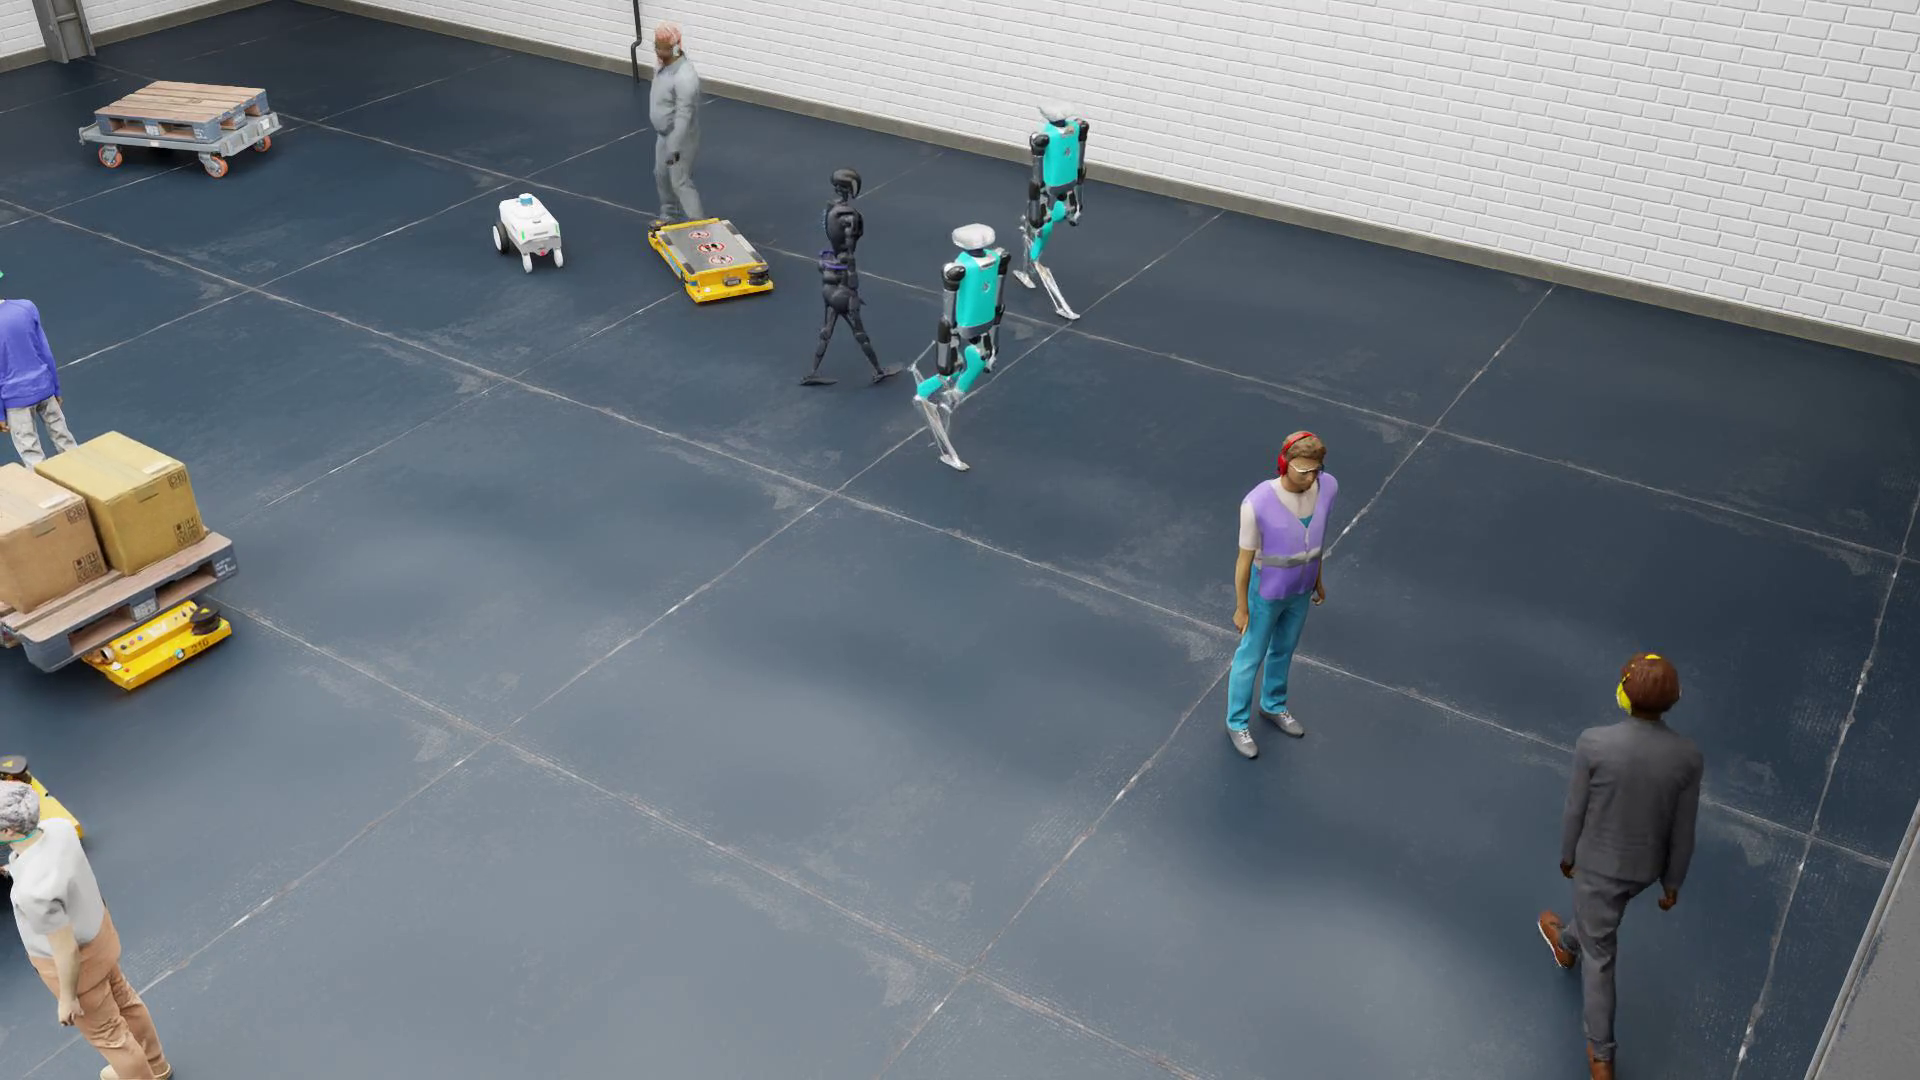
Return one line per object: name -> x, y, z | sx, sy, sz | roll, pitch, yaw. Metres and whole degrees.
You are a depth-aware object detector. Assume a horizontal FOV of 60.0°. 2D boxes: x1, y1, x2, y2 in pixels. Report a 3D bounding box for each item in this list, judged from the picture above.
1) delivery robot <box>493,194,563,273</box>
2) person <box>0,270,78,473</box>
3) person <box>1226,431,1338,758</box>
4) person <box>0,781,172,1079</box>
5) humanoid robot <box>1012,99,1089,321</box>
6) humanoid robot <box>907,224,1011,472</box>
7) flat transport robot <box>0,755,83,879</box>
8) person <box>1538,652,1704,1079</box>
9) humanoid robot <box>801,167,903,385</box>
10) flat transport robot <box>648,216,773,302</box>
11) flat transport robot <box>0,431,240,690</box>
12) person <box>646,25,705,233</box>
delivery robot -> -3.641, -2.642, 14.091 | 0.499, 0.581, 0.774 | -16, 36, -23
person -> -5.717, -0.879, 10.156 | 0.381, 1.865, 0.457 | 17, 37, 25
person -> 1.606, 0.247, 8.416 | 0.569, 1.840, 0.373 | -19, 37, -26
person -> -3.398, 1.600, 6.399 | 0.301, 1.744, 0.491 | -9, 34, -14
humanoid robot -> 0.615, -2.633, 13.057 | 0.556, 1.773, 1.062 | -23, 39, -31
humanoid robot -> -0.082, -1.217, 10.899 | 0.551, 1.896, 0.742 | -27, 42, -36
flat transport robot -> -5.009, 1.553, 7.840 | 0.659, 0.231, 1.431 | 26, 41, 34
person -> 2.707, 1.317, 6.800 | 0.489, 1.804, 1.004 | 1, 33, 1
humanoid robot -> -0.813, -1.874, 11.900 | 0.744, 1.630, 0.603 | -8, 33, -11
flat transport robot -> -2.112, -2.384, 13.966 | 0.659, 0.231, 1.431 | -14, 35, -20
flat transport robot -> -4.954, 0.402, 9.631 | 1.431, 0.231, 0.659 | 20, 38, 28
person -> -2.446, -3.411, 14.098 | 0.479, 1.881, 0.657 | -15, 36, -22
